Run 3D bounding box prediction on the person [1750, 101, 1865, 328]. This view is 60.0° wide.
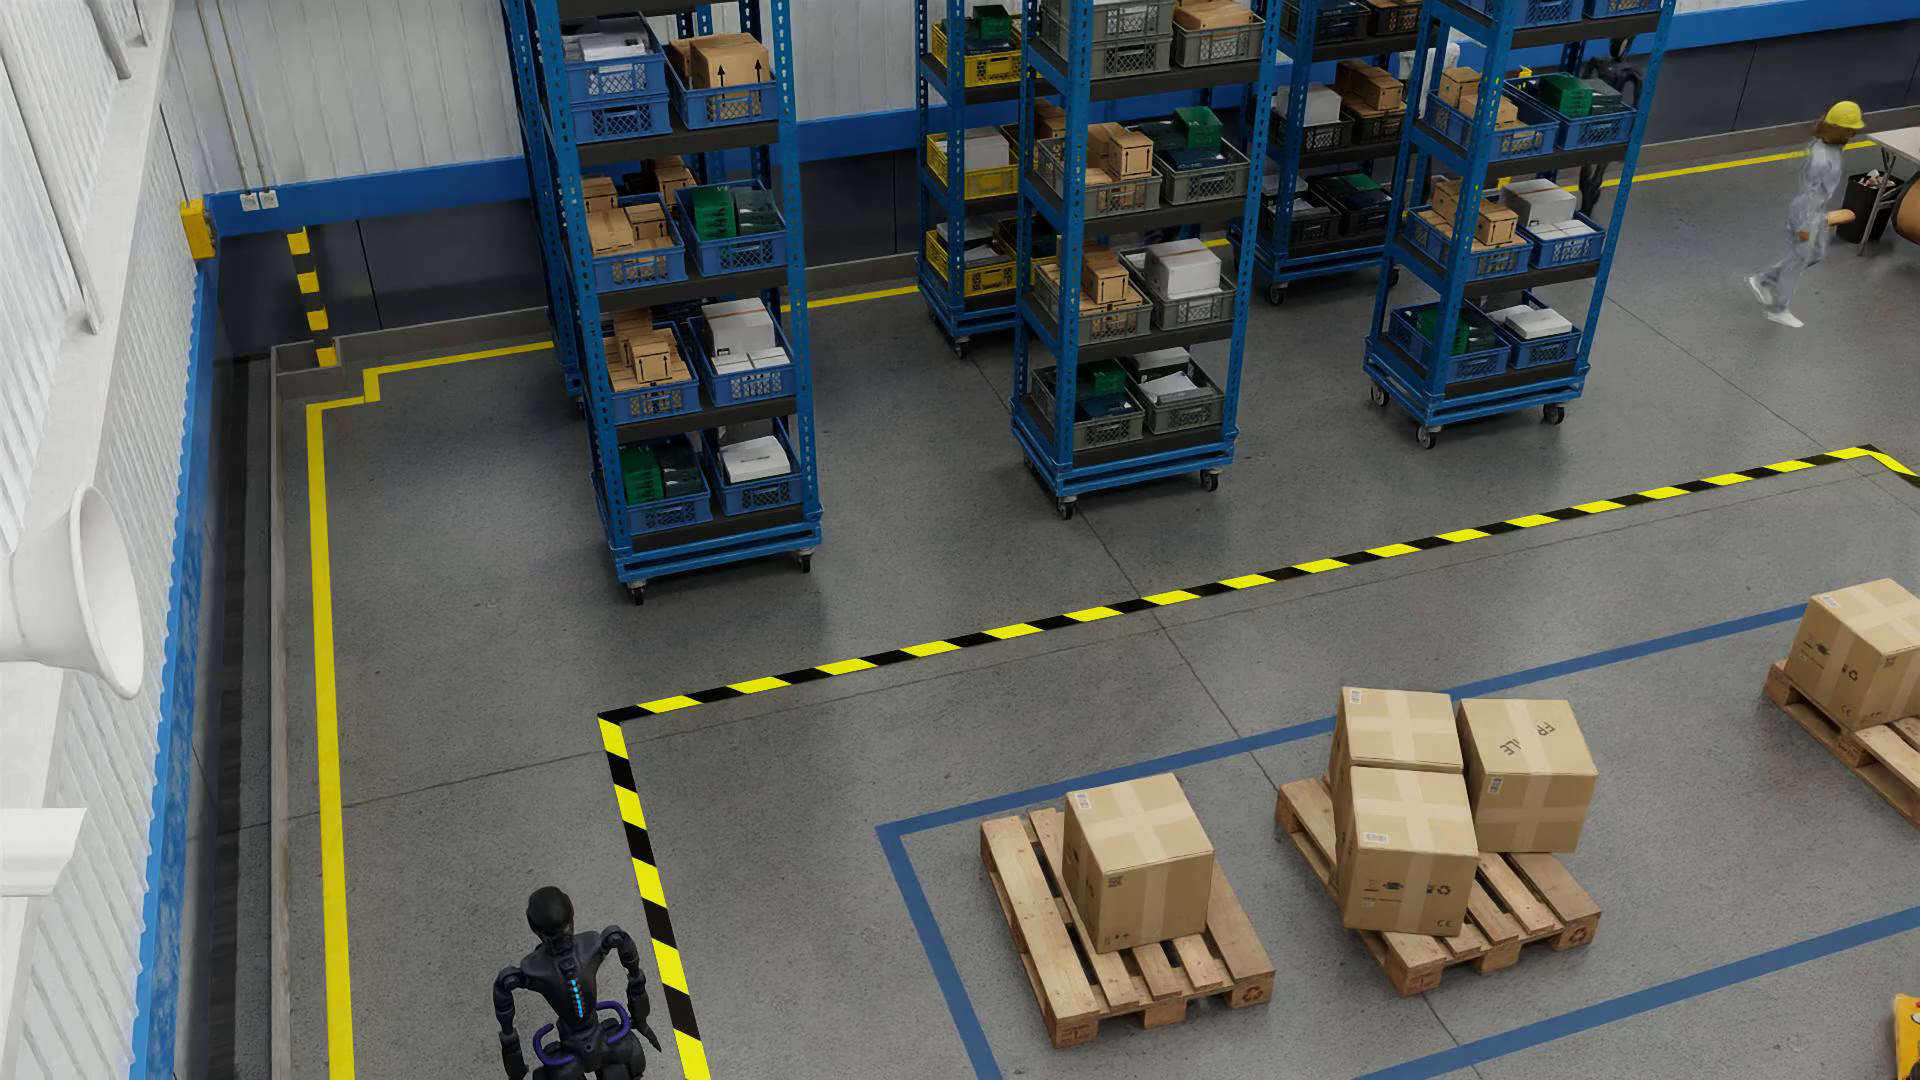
[{"bbox_3d":[6.218,-2.386,12.167,0.415,1.727,0.501,23,41,29],"label":"person"}]

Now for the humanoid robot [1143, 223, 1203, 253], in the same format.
[{"bbox_3d":[1.422,-1.919,11.558,0.427,1.647,0.583,-25,42,-31],"label":"humanoid robot"}]

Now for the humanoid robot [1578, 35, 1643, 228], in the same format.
[{"bbox_3d":[5.221,-3.359,13.601,0.567,1.640,0.588,-29,44,-34],"label":"humanoid robot"}]

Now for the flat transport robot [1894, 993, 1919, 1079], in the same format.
[{"bbox_3d":[4.635,2.287,6.789,1.431,0.197,0.652,14,37,19],"label":"flat transport robot"}]

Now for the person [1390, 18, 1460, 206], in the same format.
[{"bbox_3d":[3.747,-3.476,13.590,0.527,1.876,0.322,-3,35,-4],"label":"person"}]

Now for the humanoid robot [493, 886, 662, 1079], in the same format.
[{"bbox_3d":[-1.397,1.898,6.132,0.599,1.654,0.315,-18,39,-24],"label":"humanoid robot"}]
